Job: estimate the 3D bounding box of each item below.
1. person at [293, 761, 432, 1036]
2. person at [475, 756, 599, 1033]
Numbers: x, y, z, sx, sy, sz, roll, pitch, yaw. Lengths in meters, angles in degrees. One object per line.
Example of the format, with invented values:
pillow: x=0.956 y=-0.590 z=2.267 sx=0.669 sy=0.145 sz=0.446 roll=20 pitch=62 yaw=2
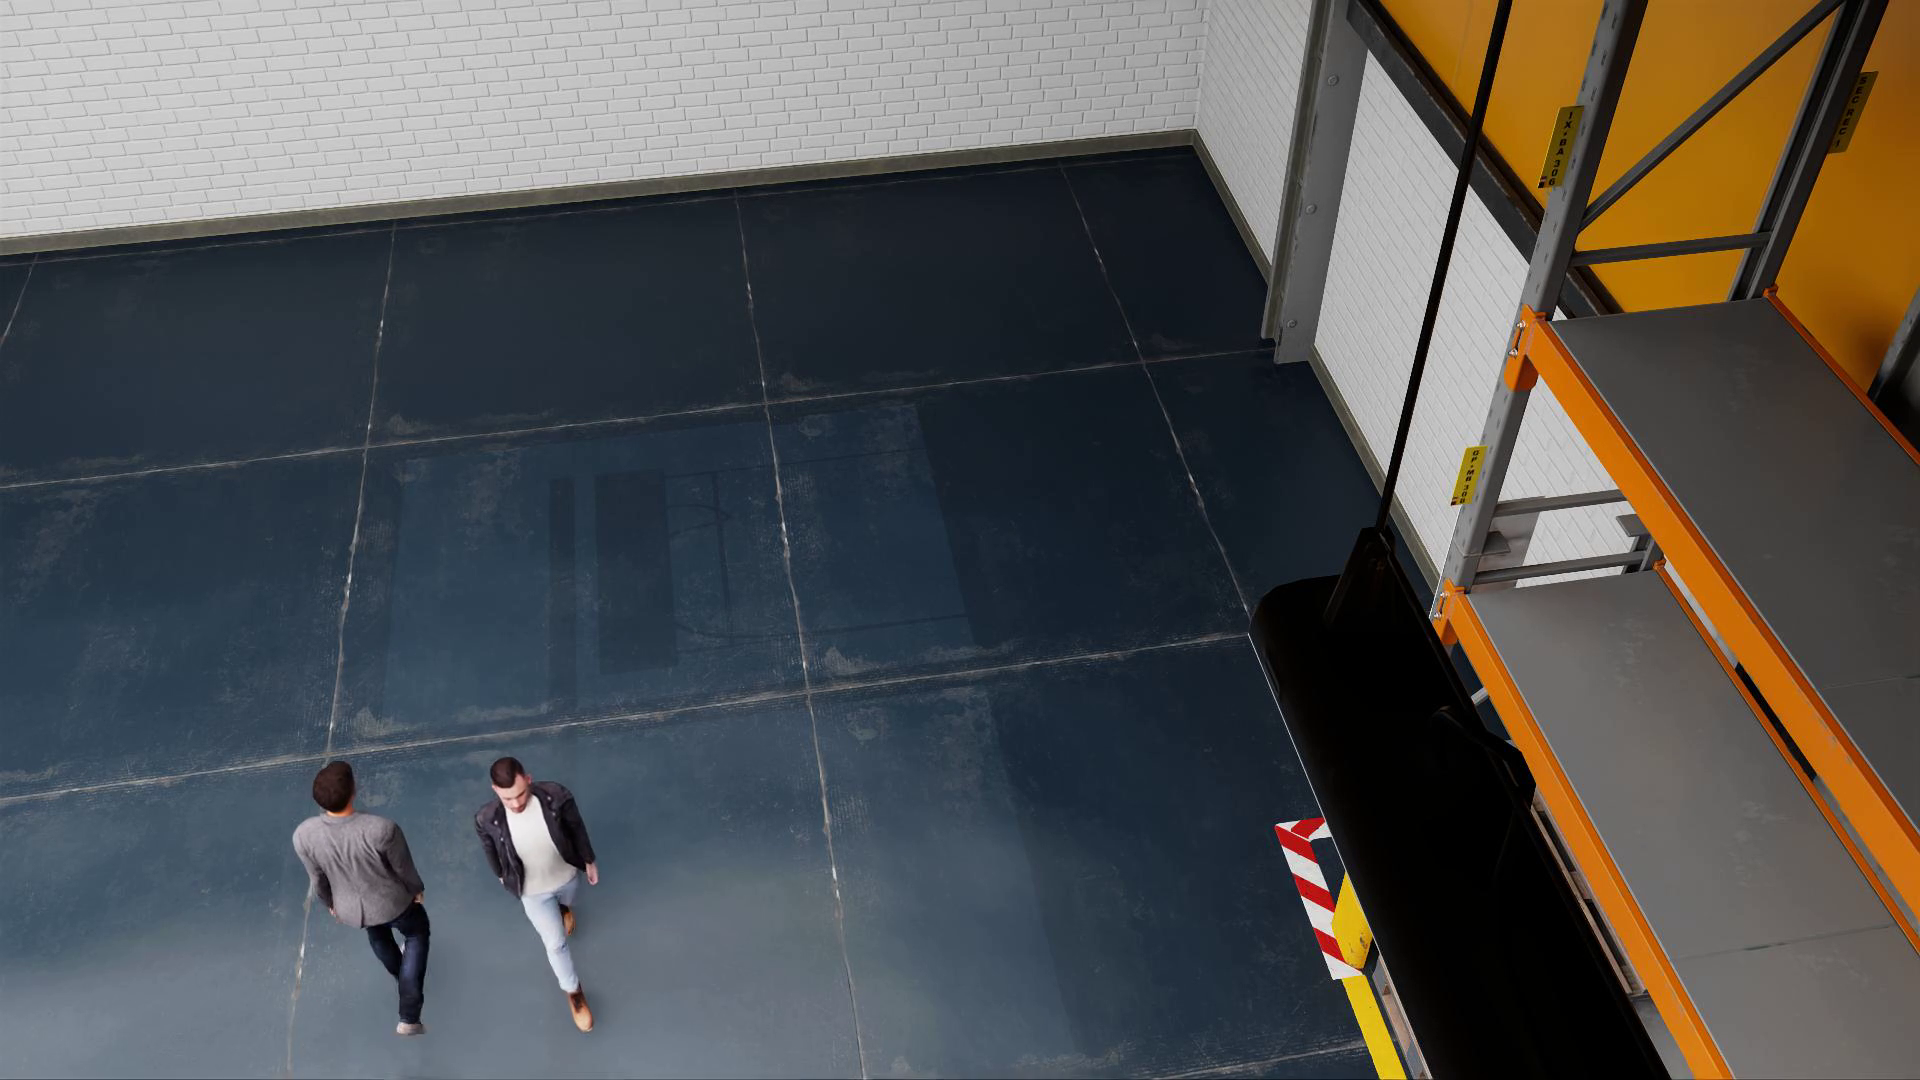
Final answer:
person: x=-2.988 y=1.868 z=8.434 sx=0.745 sy=1.850 sz=1.020 roll=-3 pitch=44 yaw=-3
person: x=-2.167 y=1.670 z=8.667 sx=0.899 sy=1.815 sz=1.209 roll=-20 pitch=47 yaw=-20
